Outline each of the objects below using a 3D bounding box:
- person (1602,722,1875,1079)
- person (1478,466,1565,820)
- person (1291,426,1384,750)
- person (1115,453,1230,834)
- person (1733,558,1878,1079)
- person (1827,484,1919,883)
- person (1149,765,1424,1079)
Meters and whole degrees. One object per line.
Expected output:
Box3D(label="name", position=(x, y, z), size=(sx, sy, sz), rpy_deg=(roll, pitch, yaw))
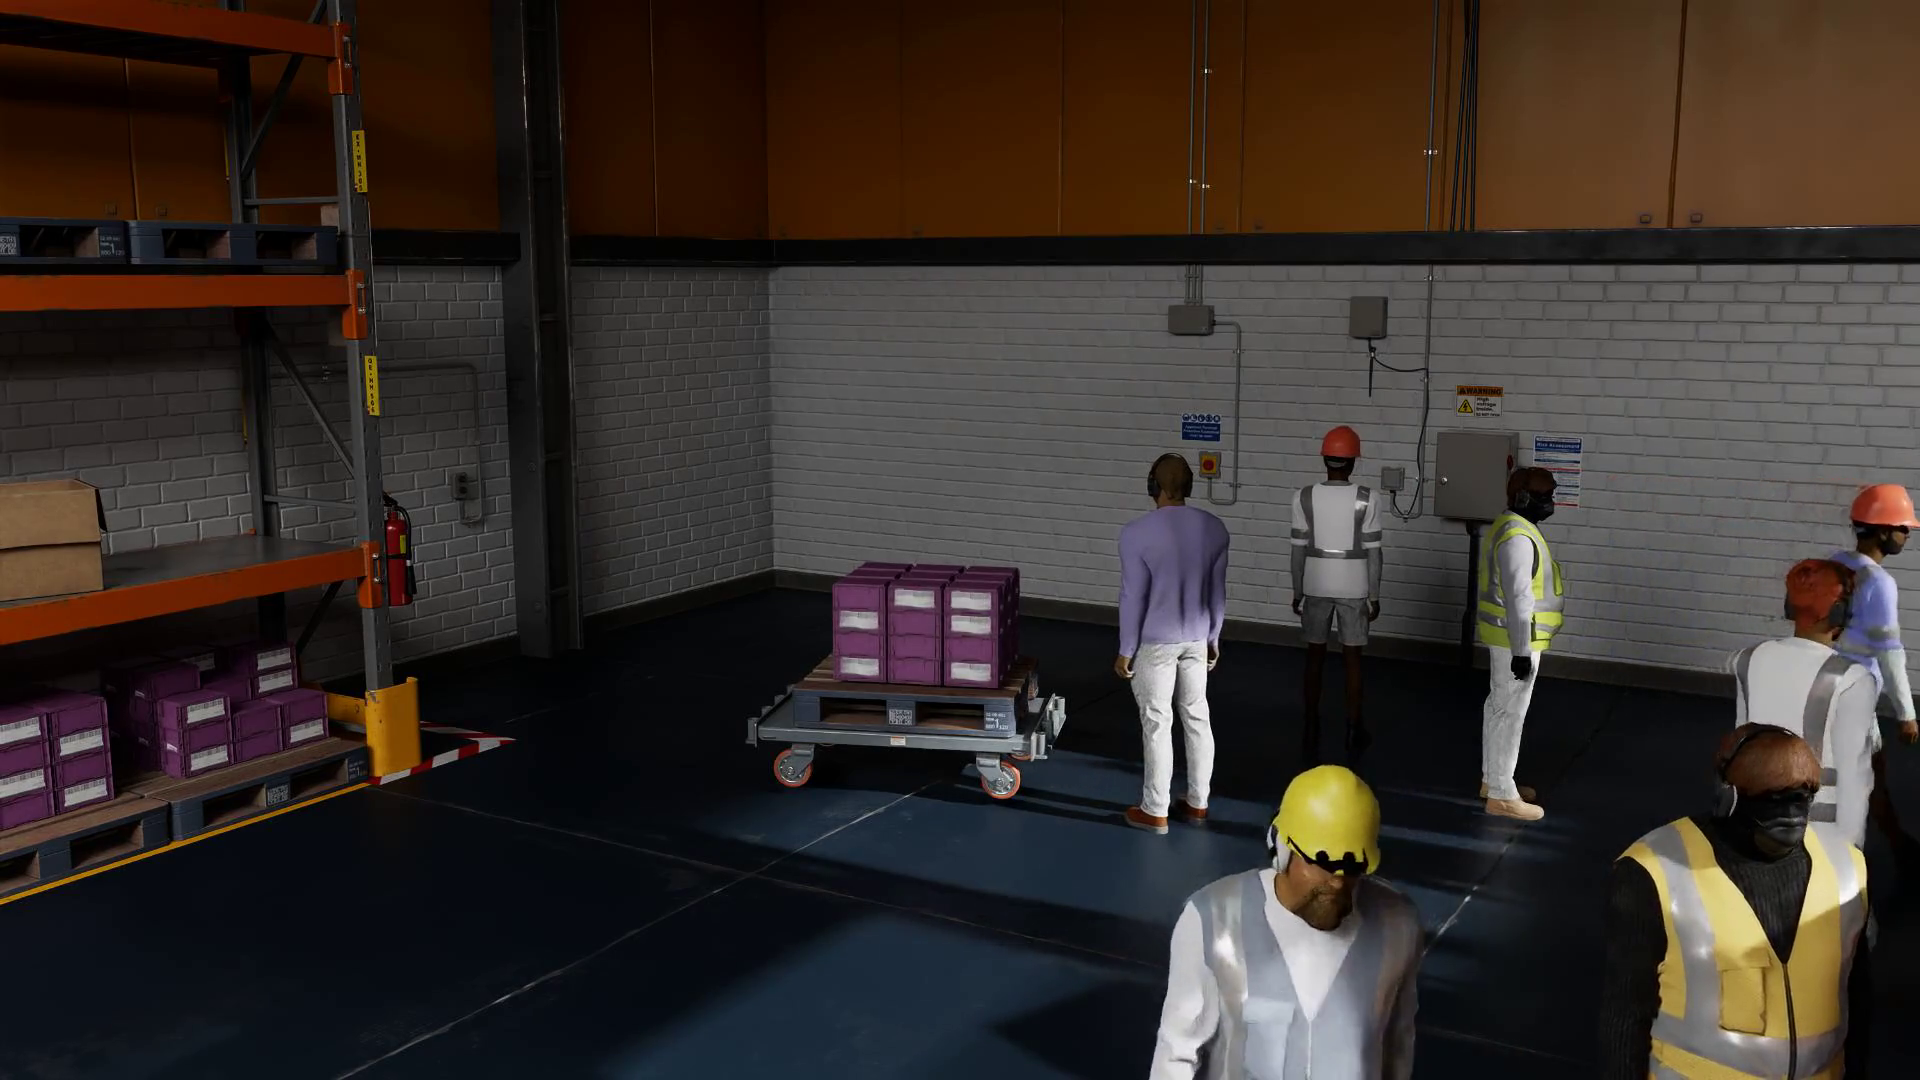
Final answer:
Box3D(label="person", position=(1.807, 1.314, 3.868), size=(0.627, 1.835, 0.429), rpy_deg=(-1, 9, -4))
Box3D(label="person", position=(2.947, 0.527, 8.757), size=(0.429, 1.839, 0.633), rpy_deg=(2, 9, 14))
Box3D(label="person", position=(2.250, 0.287, 9.948), size=(0.542, 1.939, 0.364), rpy_deg=(4, 10, 22))
Box3D(label="person", position=(1.068, 0.524, 8.466), size=(0.630, 1.938, 0.366), rpy_deg=(-4, 10, -25))
Box3D(label="person", position=(2.965, 0.987, 5.762), size=(0.546, 1.873, 0.616), rpy_deg=(-3, 10, -20))
Box3D(label="person", position=(4.154, 0.686, 7.608), size=(0.984, 1.883, 0.568), rpy_deg=(1, 9, 9))
Box3D(label="person", position=(0.723, 1.362, 3.723), size=(0.632, 1.769, 0.959), rpy_deg=(1, 9, 4))
